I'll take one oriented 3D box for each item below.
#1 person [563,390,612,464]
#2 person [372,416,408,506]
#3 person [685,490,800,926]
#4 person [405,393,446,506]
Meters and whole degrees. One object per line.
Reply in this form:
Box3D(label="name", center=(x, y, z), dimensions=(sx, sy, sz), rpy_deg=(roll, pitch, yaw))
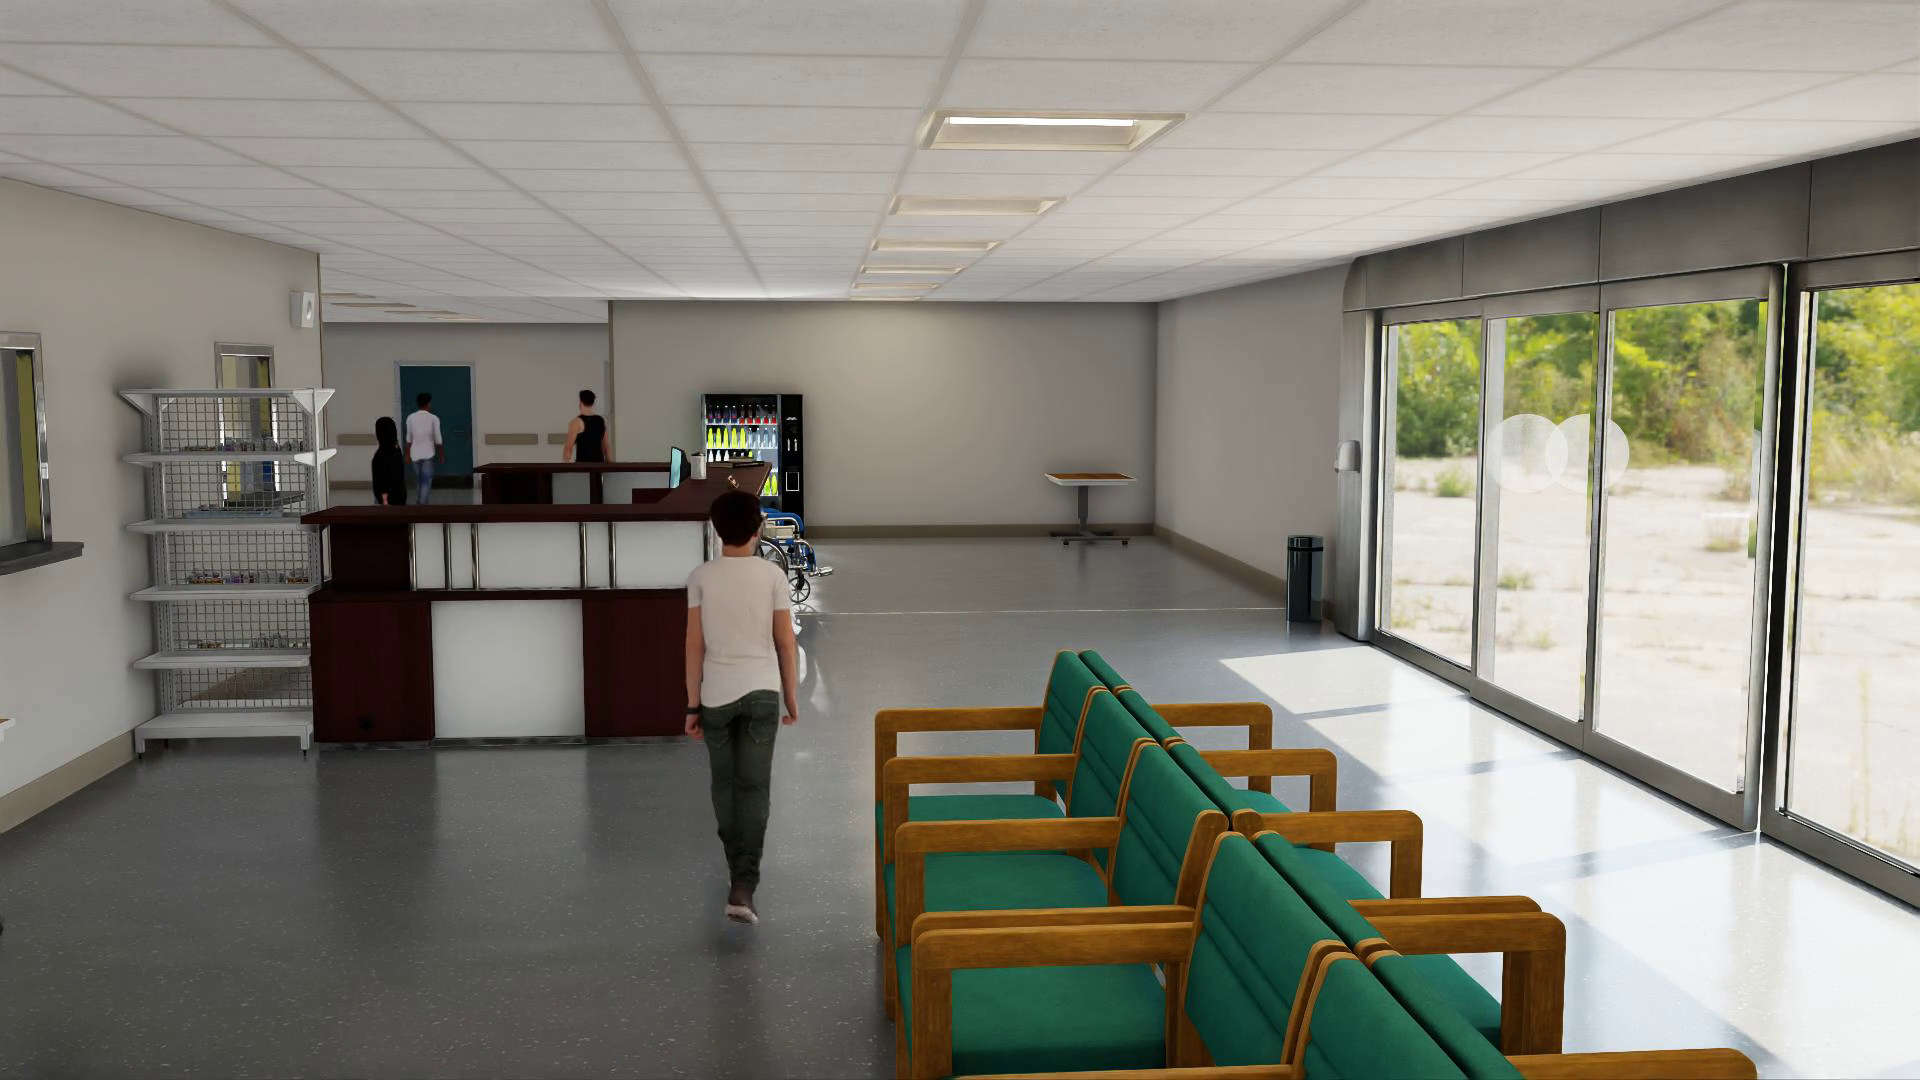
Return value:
Box3D(label="person", center=(-4.448, -0.870, 20.210), dimensions=(0.985, 1.869, 0.911), rpy_deg=(4, 7, 38))
Box3D(label="person", center=(-5.865, -0.460, 17.304), dimensions=(0.689, 1.633, 0.661), rpy_deg=(2, 6, 18))
Box3D(label="person", center=(-0.838, 0.657, 6.299), dimensions=(1.059, 1.615, 0.648), rpy_deg=(0, 6, -2))
Box3D(label="person", center=(-7.876, -1.238, 24.274), dimensions=(0.899, 1.787, 0.831), rpy_deg=(1, 6, 5))
